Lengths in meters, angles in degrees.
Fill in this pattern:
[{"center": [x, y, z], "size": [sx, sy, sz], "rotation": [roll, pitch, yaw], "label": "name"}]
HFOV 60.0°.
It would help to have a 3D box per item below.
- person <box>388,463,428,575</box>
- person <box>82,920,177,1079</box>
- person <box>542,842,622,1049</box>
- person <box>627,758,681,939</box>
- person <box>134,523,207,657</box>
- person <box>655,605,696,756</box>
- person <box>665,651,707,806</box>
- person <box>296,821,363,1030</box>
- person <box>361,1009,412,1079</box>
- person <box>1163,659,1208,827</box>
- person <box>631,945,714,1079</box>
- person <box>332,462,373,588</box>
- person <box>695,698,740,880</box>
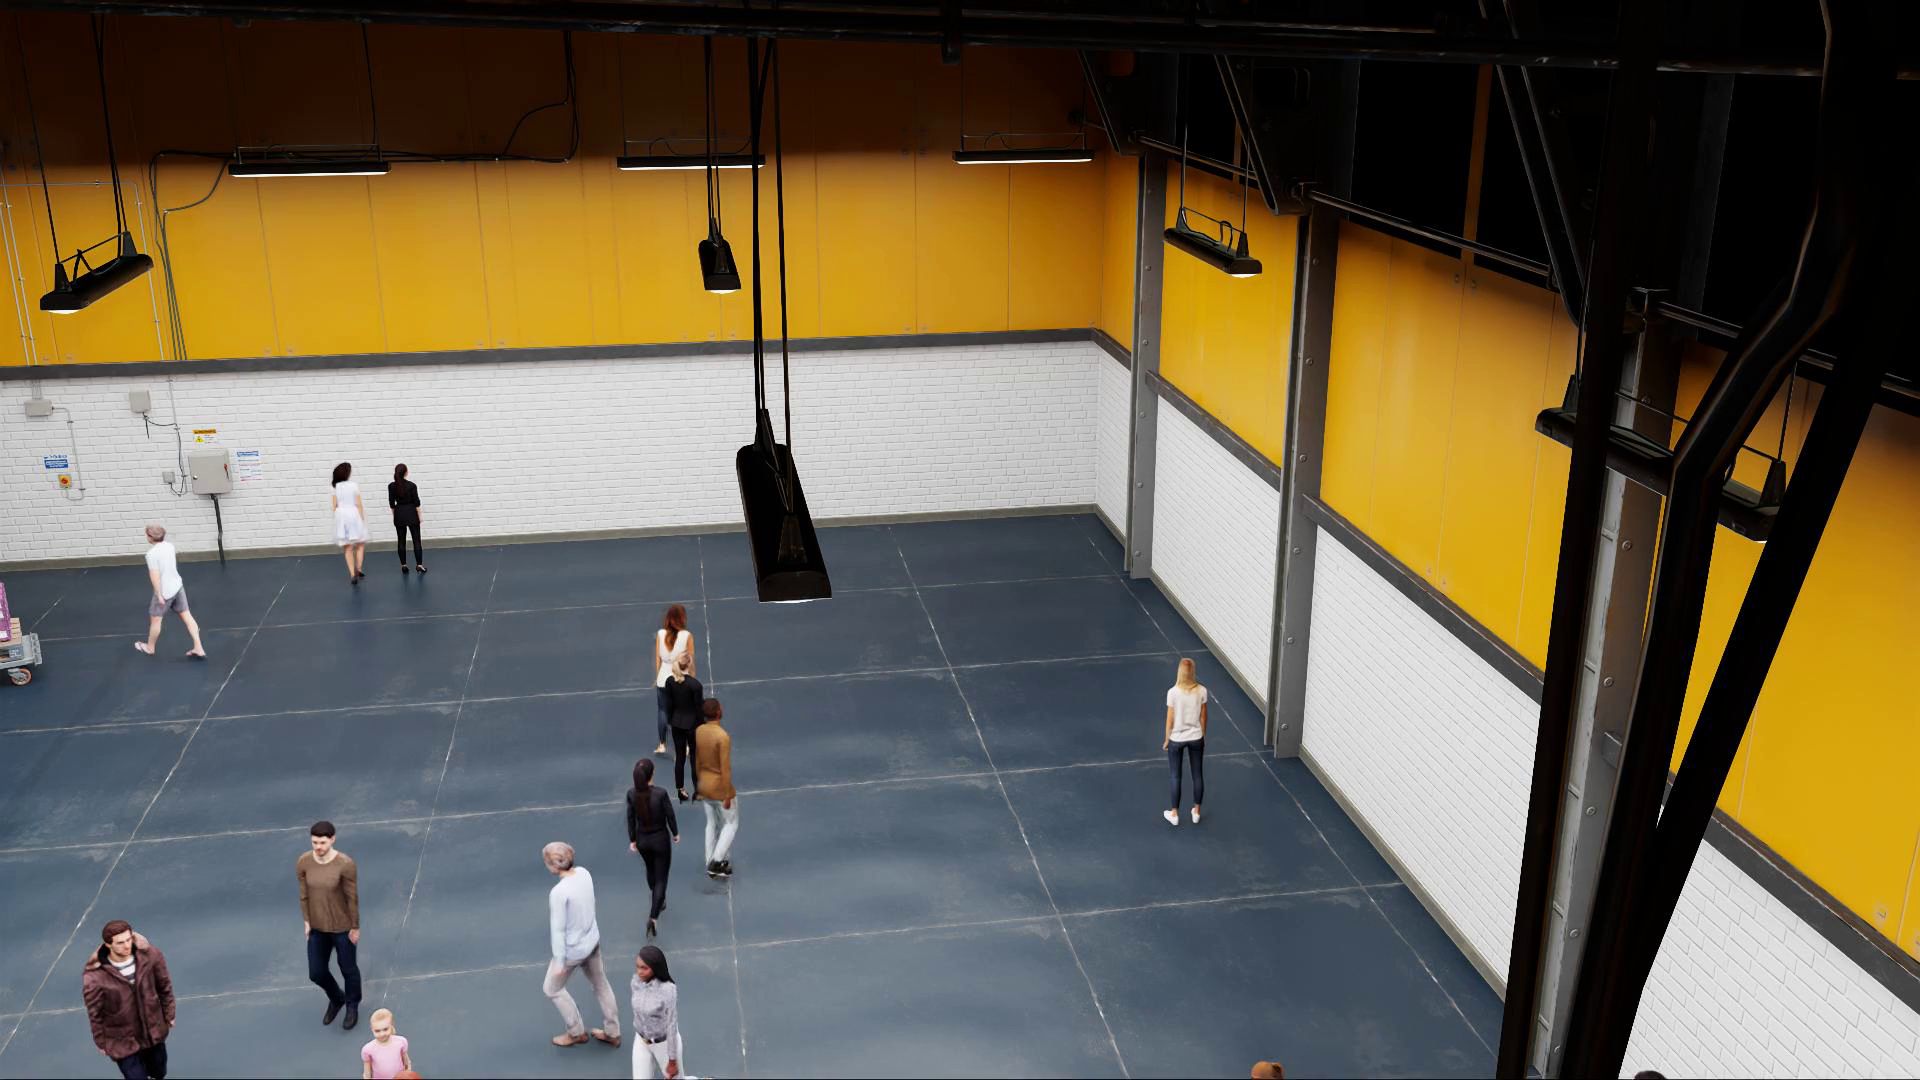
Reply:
[{"center": [-8.069, -0.308, 24.232], "size": [0.649, 1.661, 0.623], "rotation": [1, 19, 4], "label": "person"}, {"center": [-6.161, 3.606, 12.344], "size": [1.190, 1.831, 1.097], "rotation": [16, 24, 39], "label": "person"}, {"center": [-2.982, 3.285, 13.263], "size": [1.027, 1.852, 0.926], "rotation": [8, 20, 23], "label": "person"}, {"center": [-2.766, 2.783, 15.012], "size": [0.804, 1.688, 1.011], "rotation": [4, 19, 12], "label": "person"}, {"center": [-9.966, 0.677, 21.108], "size": [1.068, 1.787, 1.183], "rotation": [6, 19, 17], "label": "person"}, {"center": [-3.169, 1.584, 18.441], "size": [0.718, 1.772, 0.704], "rotation": [0, 19, 0], "label": "person"}, {"center": [-2.867, 1.969, 17.401], "size": [0.683, 1.706, 0.696], "rotation": [7, 20, 21], "label": "person"}, {"center": [-5.143, 3.123, 13.711], "size": [0.696, 1.874, 0.653], "rotation": [0, 19, 1], "label": "person"}, {"center": [-4.155, 3.979, 12.112], "size": [0.549, 1.271, 0.570], "rotation": [-10, 21, -26], "label": "person"}, {"center": [2.313, 2.057, 16.980], "size": [0.605, 1.808, 0.510], "rotation": [-2, 19, -7], "label": "person"}, {"center": [-2.156, 3.710, 12.251], "size": [1.088, 1.694, 1.168], "rotation": [11, 22, 30], "label": "person"}, {"center": [-8.700, -0.193, 23.682], "size": [0.652, 1.794, 0.807], "rotation": [-4, 19, -11], "label": "person"}, {"center": [-2.377, 2.413, 15.946], "size": [0.826, 1.792, 0.885], "rotation": [16, 24, 39], "label": "person"}]
